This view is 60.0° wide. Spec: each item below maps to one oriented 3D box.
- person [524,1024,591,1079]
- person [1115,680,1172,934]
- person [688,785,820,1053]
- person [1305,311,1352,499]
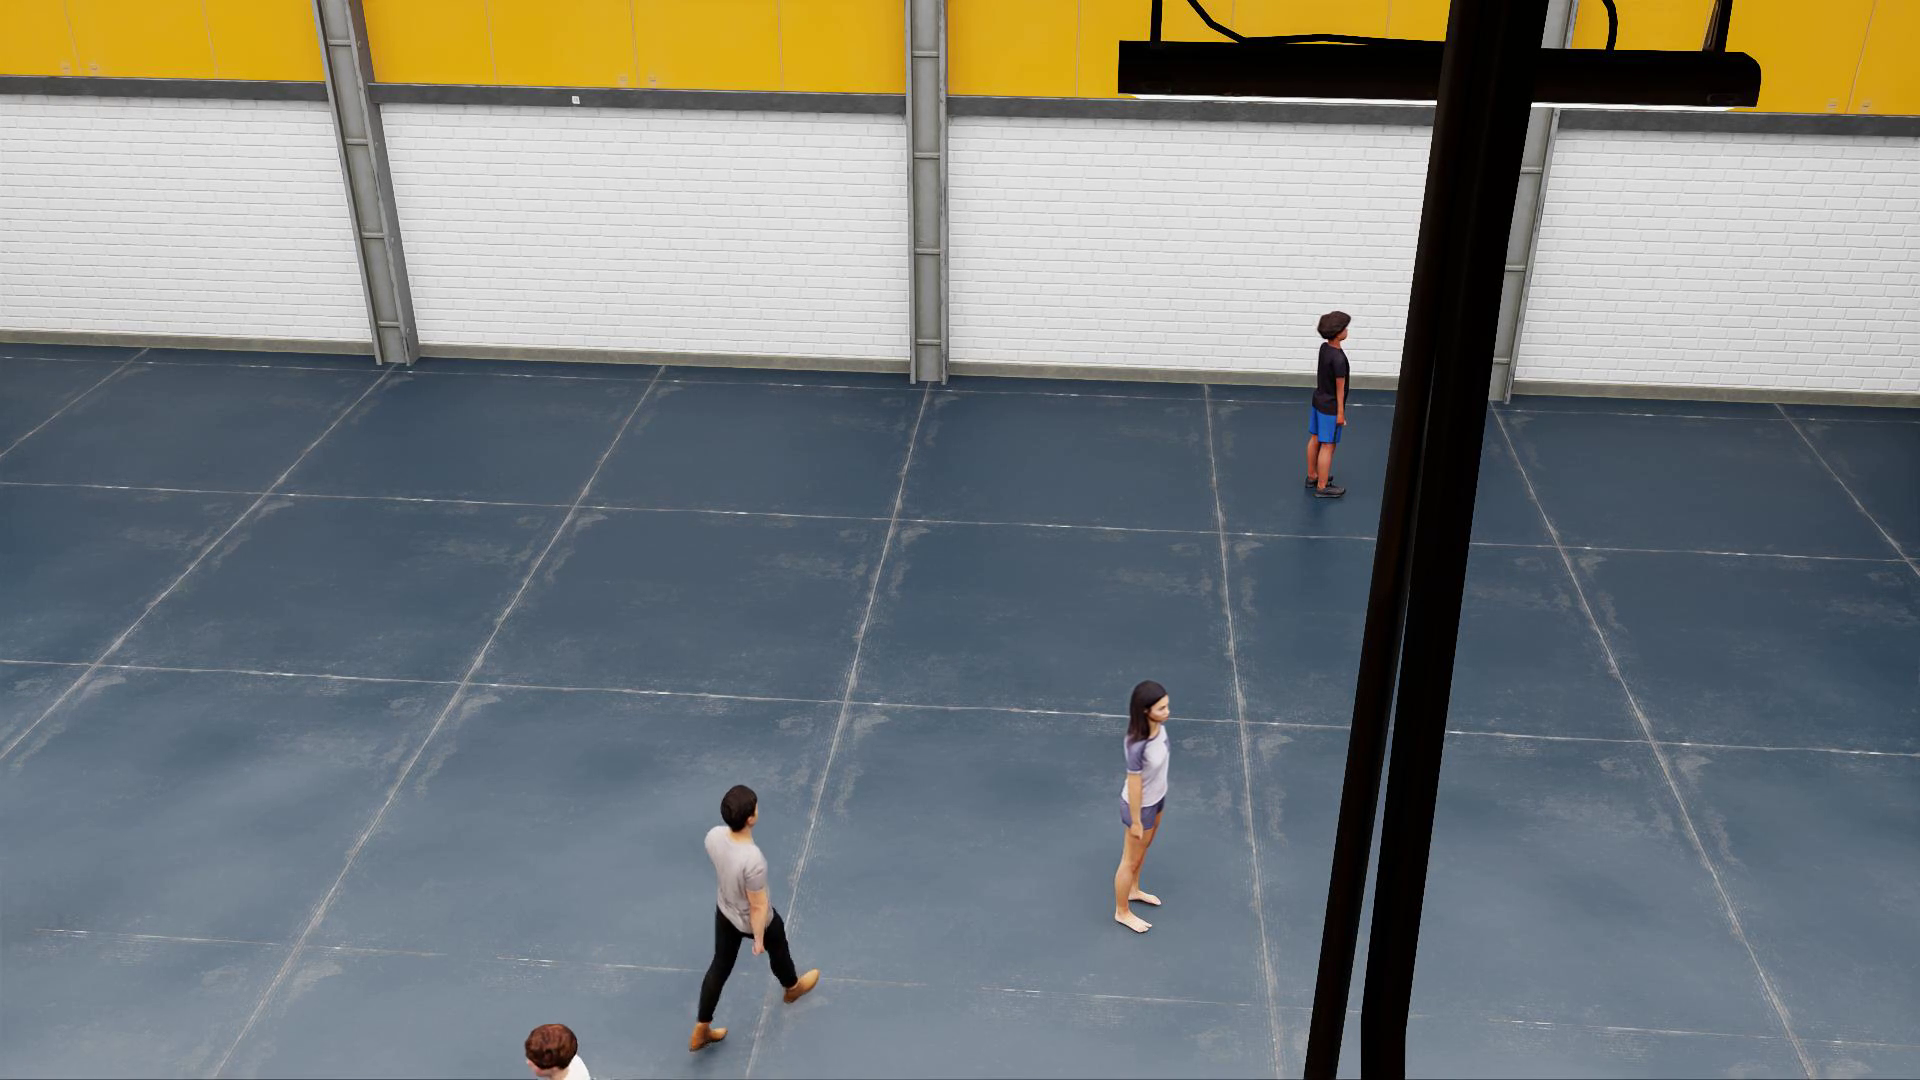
[{"bbox_3d":[-1.762,2.928,7.894,0.900,1.642,0.709,-5,29,-10],"label":"person"},{"bbox_3d":[1.128,1.605,10.225,0.598,1.733,0.643,12,31,20],"label":"person"},{"bbox_3d":[-1.280,2.135,9.311,1.169,1.678,1.088,22,35,34],"label":"person"},{"bbox_3d":[3.419,-1.272,15.424,0.694,1.805,0.675,-6,29,-11],"label":"person"}]
